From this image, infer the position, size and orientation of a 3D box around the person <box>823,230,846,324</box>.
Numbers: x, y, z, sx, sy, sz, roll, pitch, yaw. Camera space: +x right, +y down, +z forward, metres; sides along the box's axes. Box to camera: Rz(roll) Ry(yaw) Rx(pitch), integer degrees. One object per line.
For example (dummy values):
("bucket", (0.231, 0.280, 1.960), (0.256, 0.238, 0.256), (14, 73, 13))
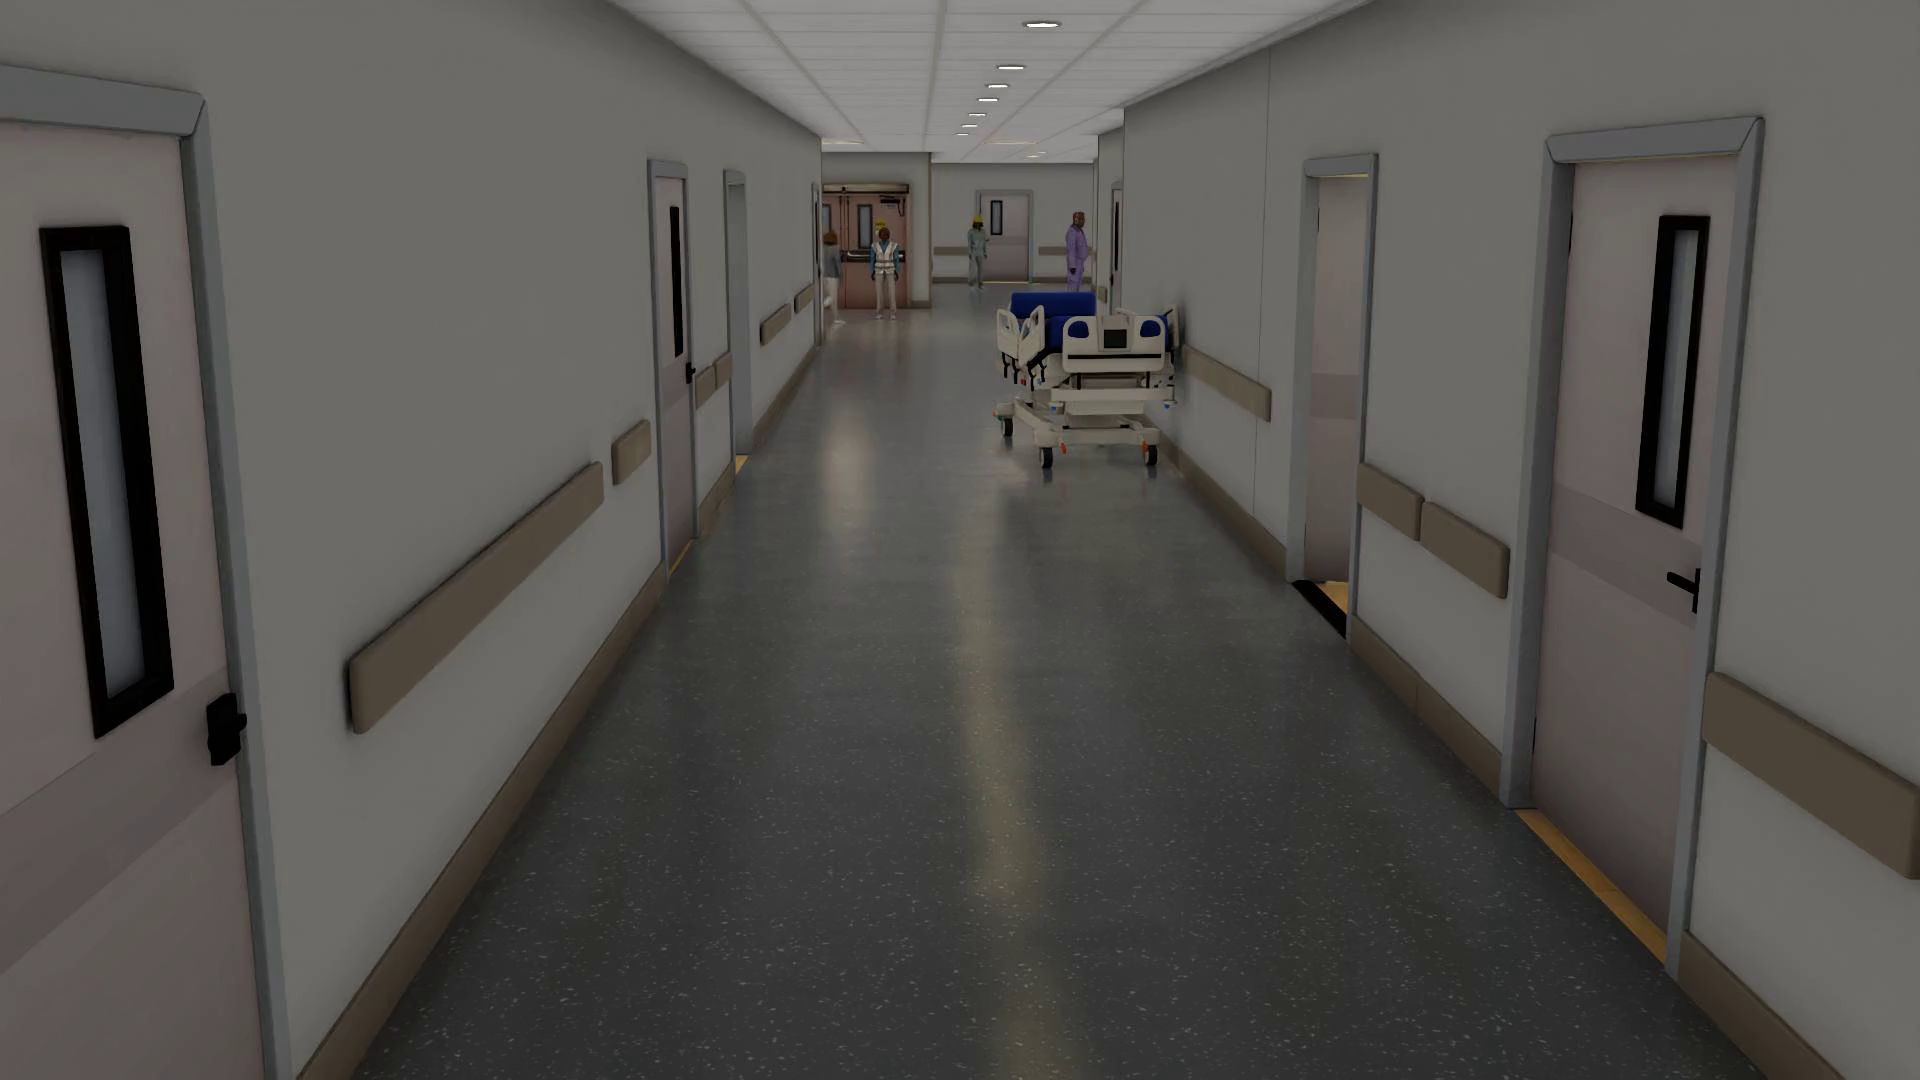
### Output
("person", (-2.235, -4.451, 28.240), (0.736, 1.611, 0.506), (-10, 15, -39))

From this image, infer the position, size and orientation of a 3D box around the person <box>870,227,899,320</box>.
("person", (-1.337, -4.737, 29.584), (0.520, 1.630, 0.320), (1, 12, 5))

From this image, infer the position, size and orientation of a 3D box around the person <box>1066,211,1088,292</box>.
("person", (2.166, -5.097, 30.696), (0.398, 1.900, 0.635), (3, 12, 17))

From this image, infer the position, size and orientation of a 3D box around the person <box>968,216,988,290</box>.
("person", (0.420, -6.748, 39.145), (0.532, 1.734, 0.319), (-6, 13, -26))
